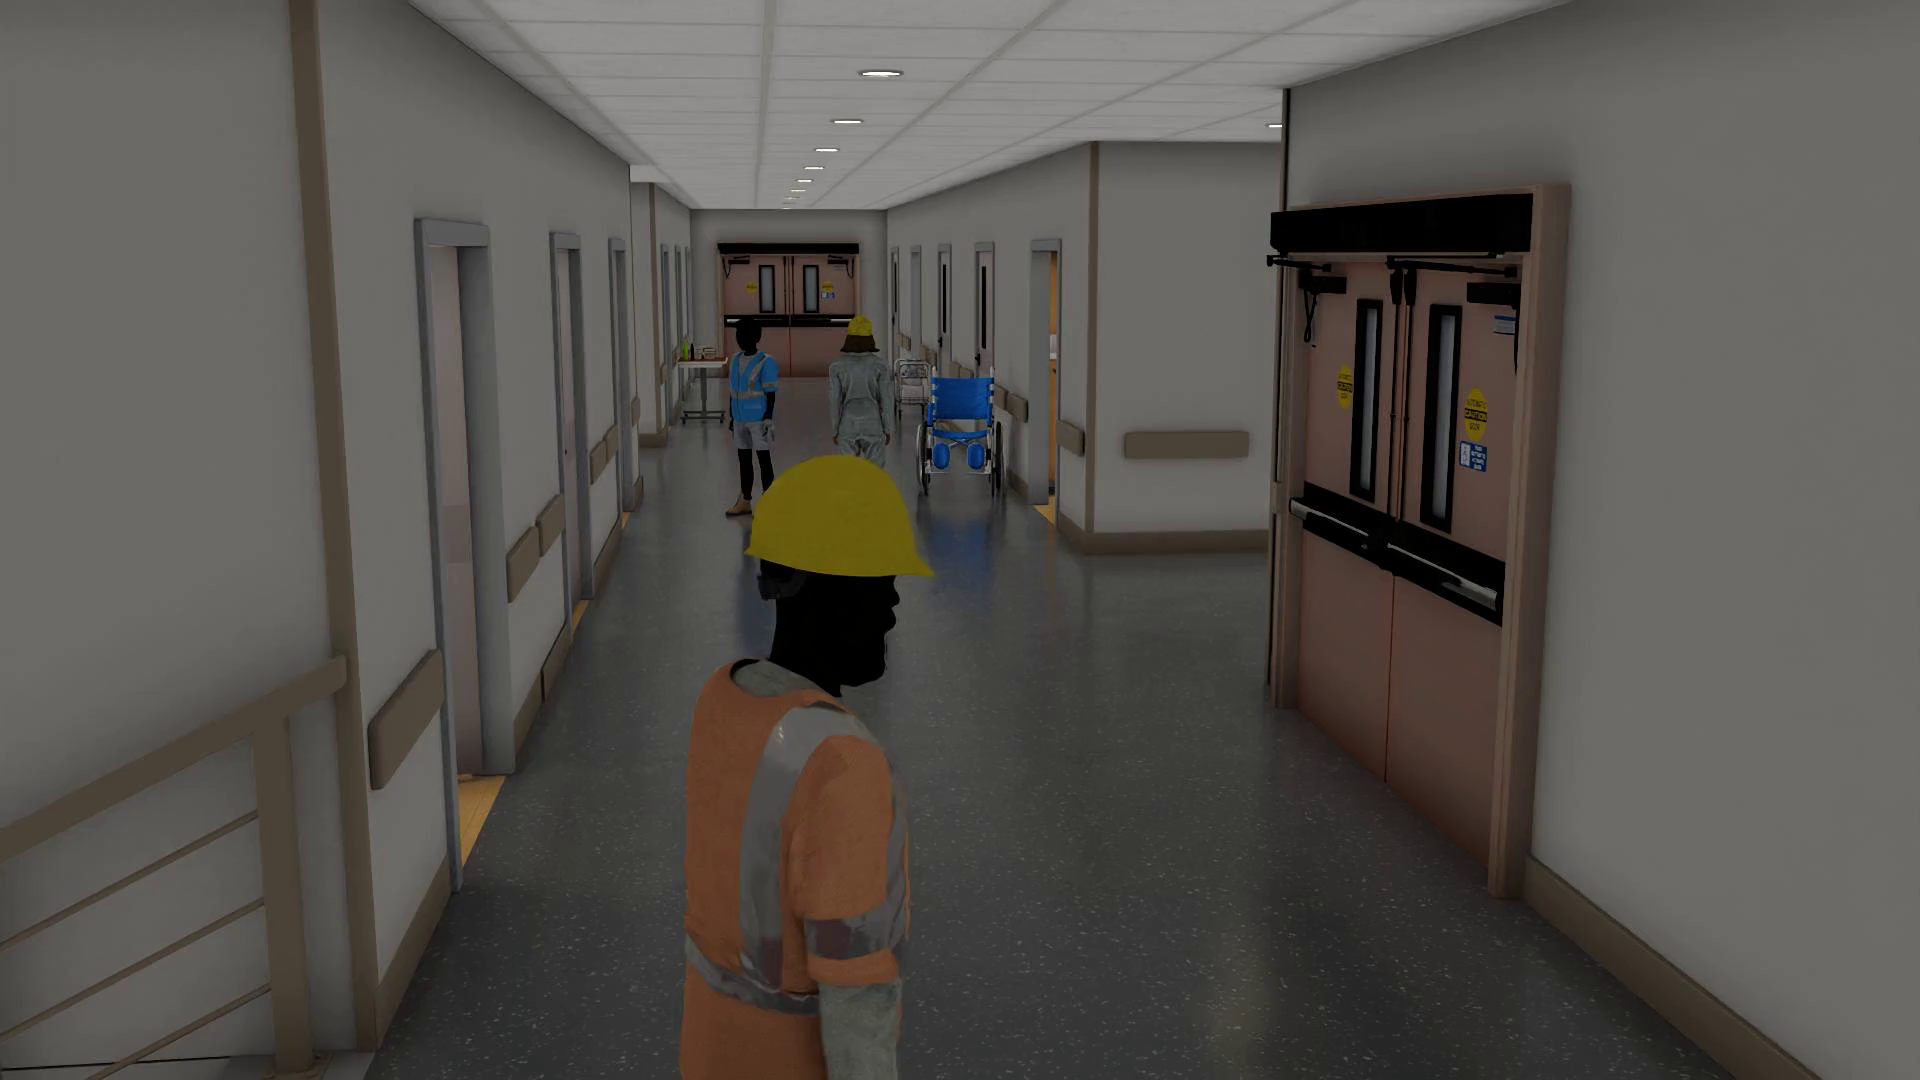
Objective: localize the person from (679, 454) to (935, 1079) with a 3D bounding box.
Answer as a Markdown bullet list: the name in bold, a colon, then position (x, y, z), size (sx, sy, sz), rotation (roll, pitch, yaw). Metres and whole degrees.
- **person**: position (-0.223, 0.824, 2.596), size (0.413, 1.917, 0.592), rotation (-5, 11, -26)

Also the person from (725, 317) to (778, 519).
- **person**: position (-1.755, -1.022, 13.994), size (0.530, 1.693, 0.321), rotation (8, 12, 38)

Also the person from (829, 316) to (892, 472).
- **person**: position (-0.770, -0.870, 12.965), size (0.484, 1.744, 0.295), rotation (0, 10, 1)
